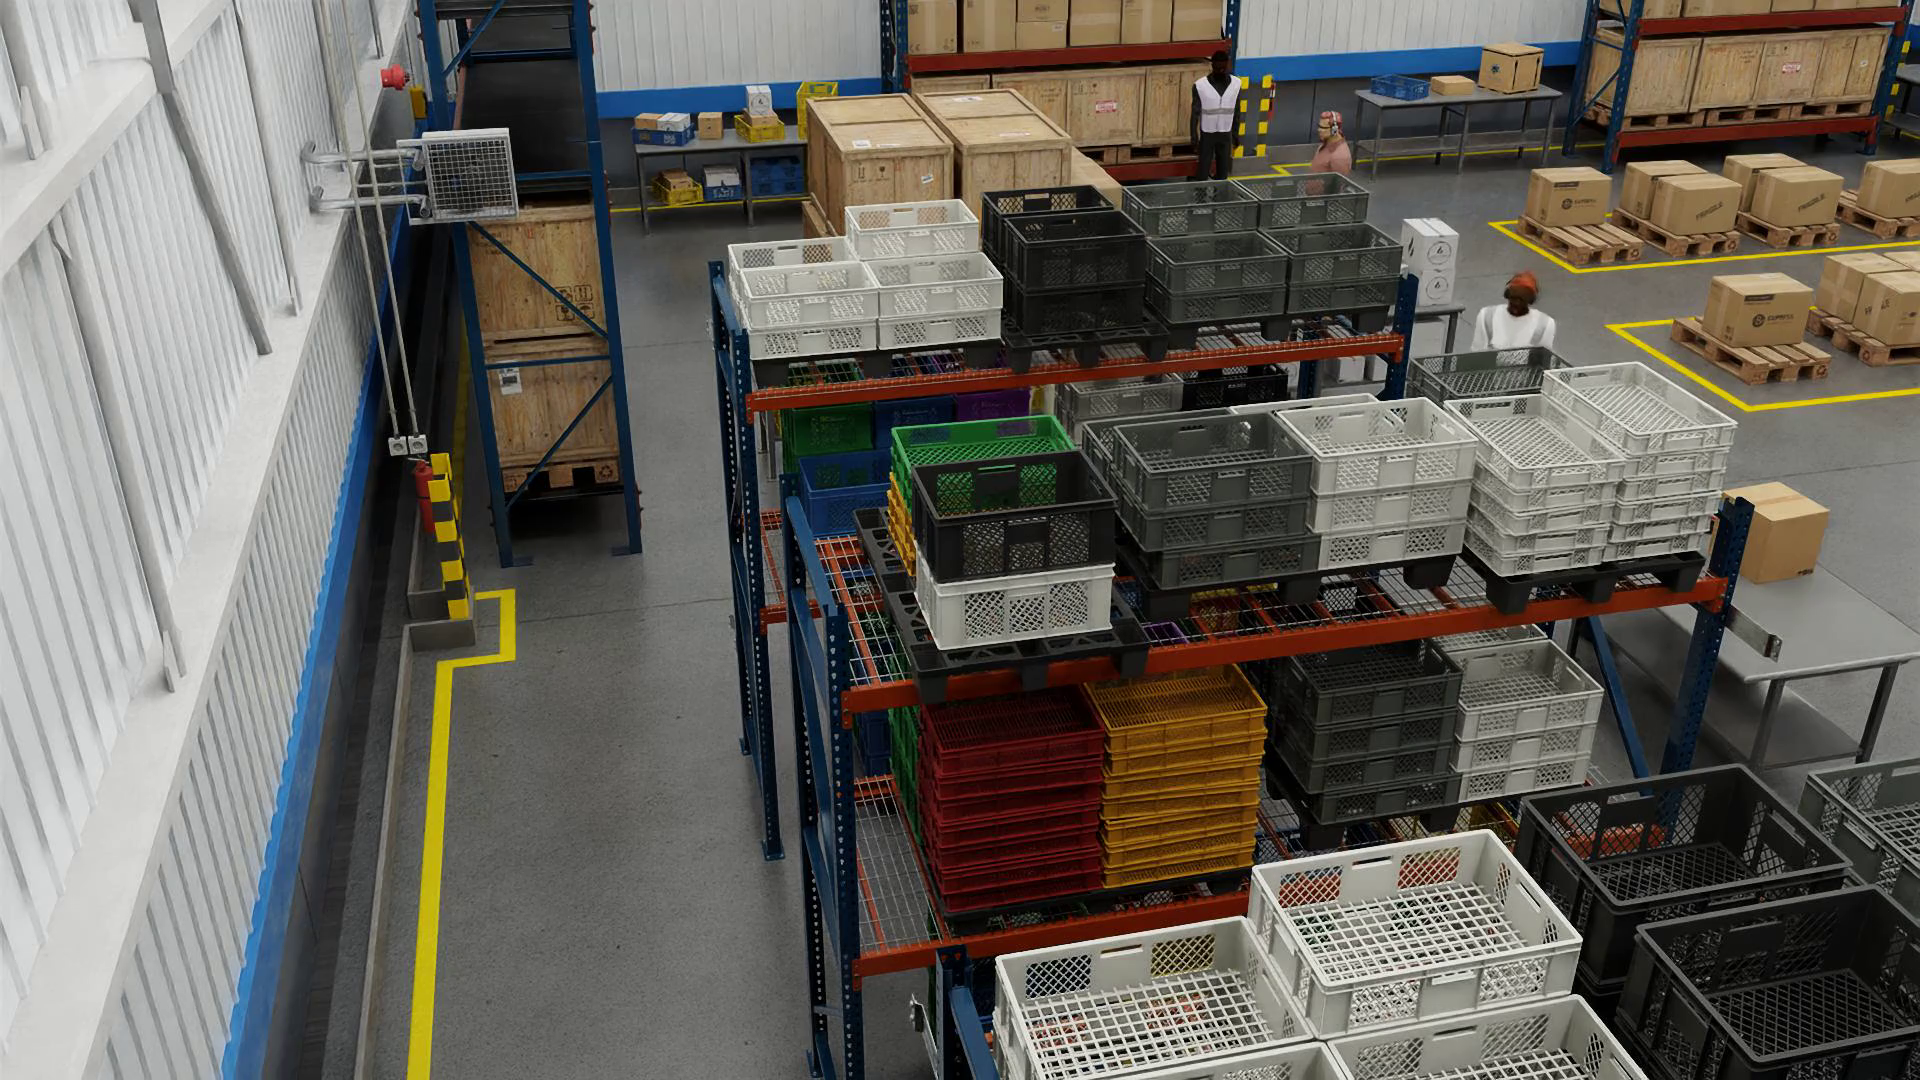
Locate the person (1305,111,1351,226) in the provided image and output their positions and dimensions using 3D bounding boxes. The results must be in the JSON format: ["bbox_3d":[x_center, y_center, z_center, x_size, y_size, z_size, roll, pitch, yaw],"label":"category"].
[{"bbox_3d":[3.634,-3.327,16.604,0.400,1.900,0.648,1,28,1],"label":"person"}]

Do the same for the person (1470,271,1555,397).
[{"bbox_3d":[4.045,-1.098,12.395,0.587,1.873,0.446,12,30,21],"label":"person"}]

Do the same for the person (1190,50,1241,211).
[{"bbox_3d":[2.930,-4.683,19.164,0.602,1.907,0.405,-6,28,-11],"label":"person"}]

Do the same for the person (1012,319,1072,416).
[{"bbox_3d":[0.621,-1.341,12.859,0.518,1.870,0.323,1,28,2],"label":"person"}]
